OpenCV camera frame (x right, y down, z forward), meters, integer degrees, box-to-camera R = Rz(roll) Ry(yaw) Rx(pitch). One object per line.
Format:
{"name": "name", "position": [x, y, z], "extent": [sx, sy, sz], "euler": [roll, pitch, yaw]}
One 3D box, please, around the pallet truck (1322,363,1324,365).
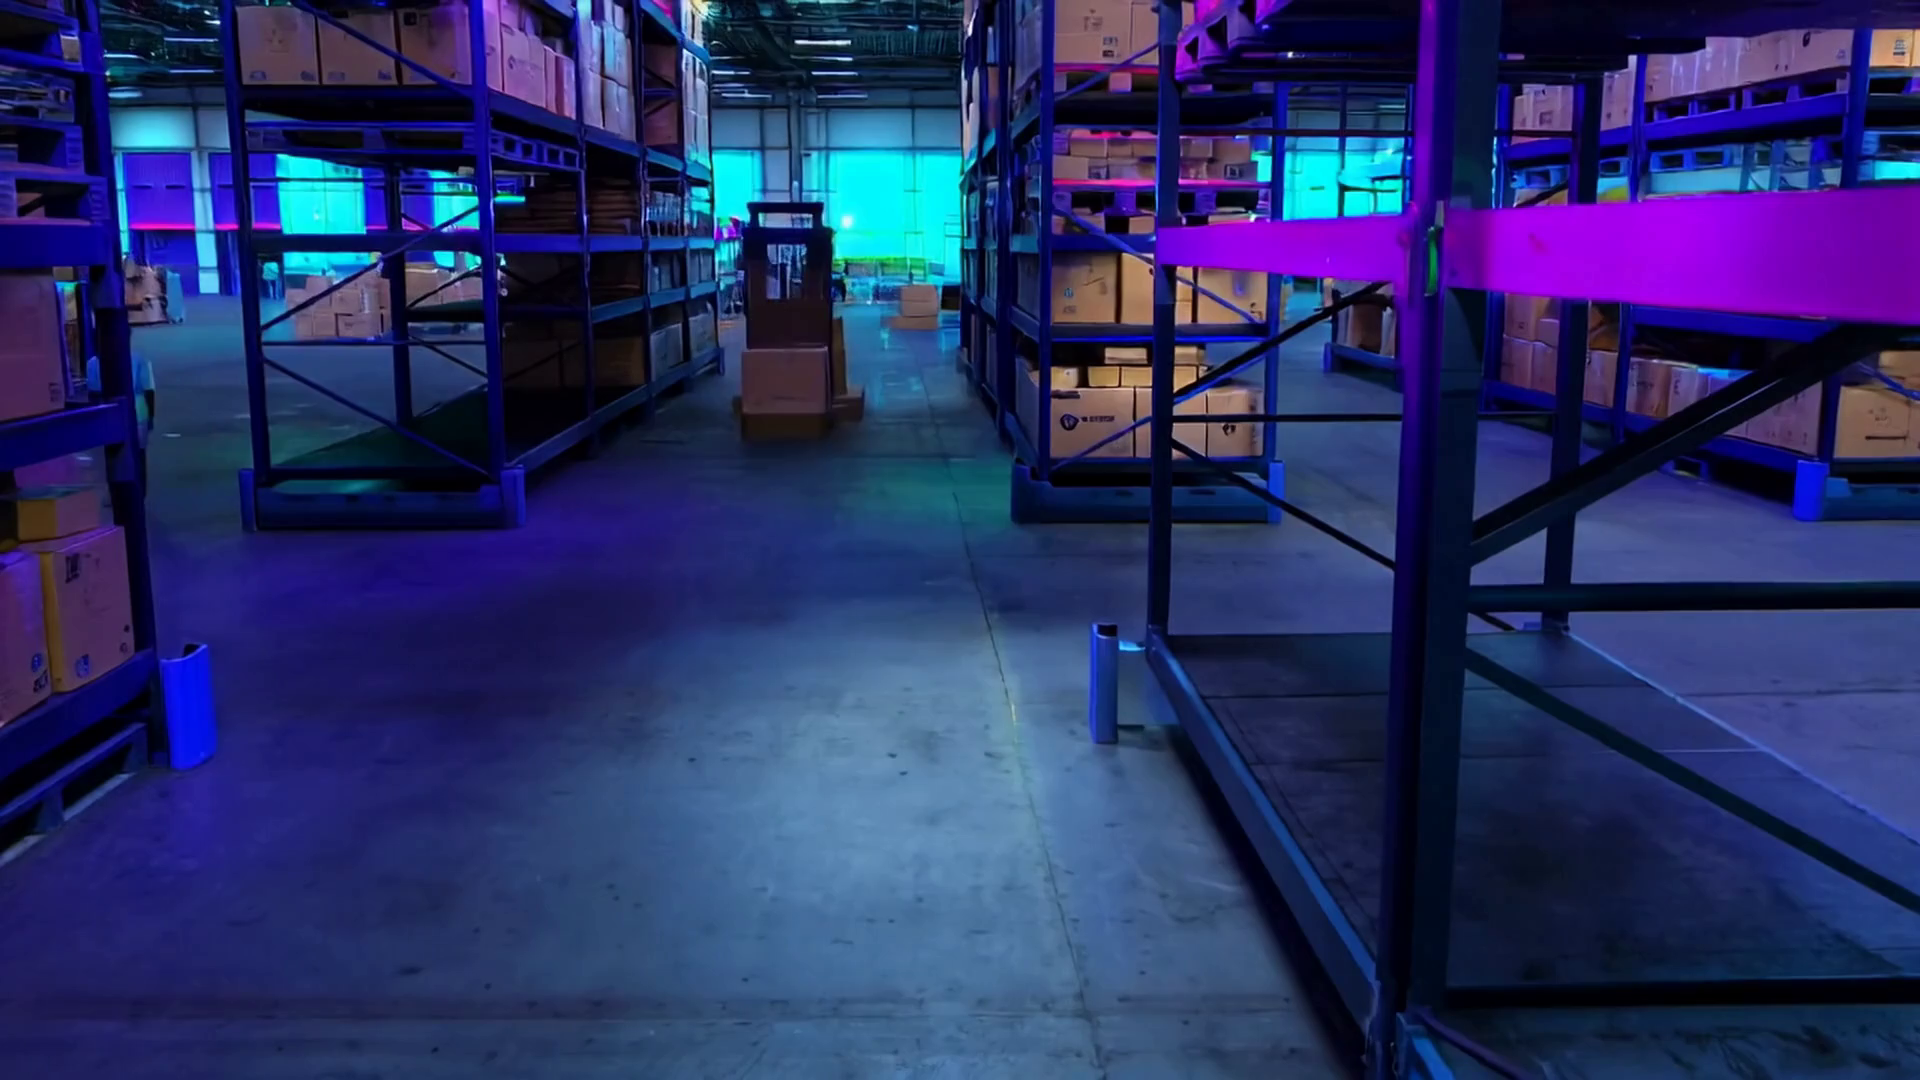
{"name": "pallet truck", "position": [7.712, -4.157, 30.737], "extent": [1.885, 1.965, 0.823], "euler": [3, 11, 16]}

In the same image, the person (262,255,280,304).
{"name": "person", "position": [-25.918, -9.805, 62.635], "extent": [0.429, 1.845, 0.622], "euler": [8, 13, 38]}

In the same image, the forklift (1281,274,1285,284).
{"name": "forklift", "position": [12.240, -10.302, 62.509], "extent": [1.129, 2.768, 1.873], "euler": [0, 10, -2]}

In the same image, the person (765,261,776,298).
{"name": "person", "position": [-4.335, -5.308, 37.417], "extent": [0.590, 1.902, 0.513], "euler": [6, 12, 29]}

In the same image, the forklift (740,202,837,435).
{"name": "forklift", "position": [-2.121, -2.751, 20.445], "extent": [1.129, 2.768, 1.873], "euler": [0, 10, -2]}

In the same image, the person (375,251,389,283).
{"name": "person", "position": [-21.754, -9.900, 62.812], "extent": [0.534, 1.962, 0.637], "euler": [3, 11, 18]}

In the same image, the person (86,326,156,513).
{"name": "person", "position": [-7.291, -1.076, 14.482], "extent": [0.551, 1.663, 0.740], "euler": [-7, 12, -35]}
